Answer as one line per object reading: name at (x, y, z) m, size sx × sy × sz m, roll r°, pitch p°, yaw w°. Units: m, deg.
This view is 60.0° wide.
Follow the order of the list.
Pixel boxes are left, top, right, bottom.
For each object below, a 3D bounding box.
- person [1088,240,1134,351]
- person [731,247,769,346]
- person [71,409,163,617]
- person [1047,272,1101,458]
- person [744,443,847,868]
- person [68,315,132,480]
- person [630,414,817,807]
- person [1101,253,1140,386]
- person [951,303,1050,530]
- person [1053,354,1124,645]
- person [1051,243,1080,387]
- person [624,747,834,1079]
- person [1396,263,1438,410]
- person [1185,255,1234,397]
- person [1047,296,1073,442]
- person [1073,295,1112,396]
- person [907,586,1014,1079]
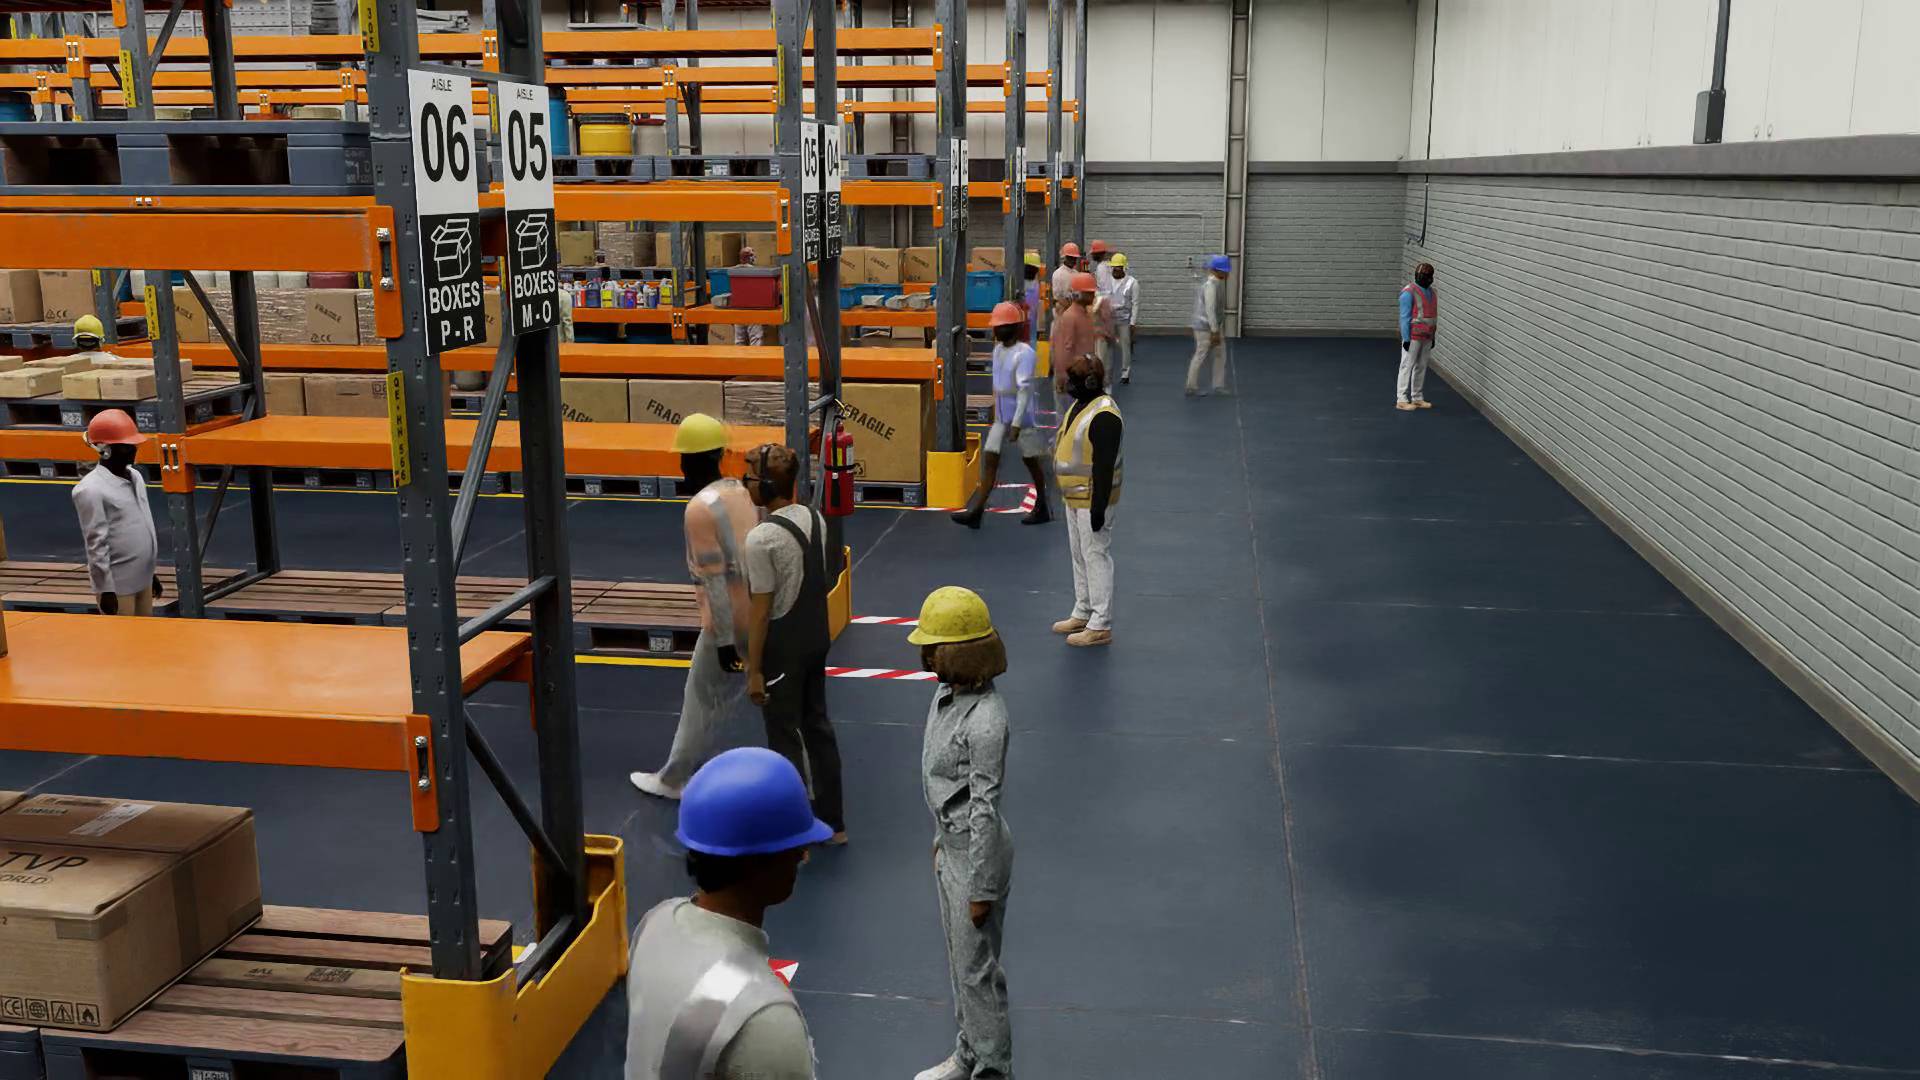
person at (2.309, -3.740, 26.048) m, size 0.743 × 1.909 × 0.552 m, roll 3°, pitch 13°, yaw 12°
person at (-2.974, -3.168, 23.478) m, size 0.651 × 1.906 × 0.409 m, roll 6°, pitch 14°, yaw 23°
person at (-4.342, 0.187, 8.679) m, size 0.325 × 1.752 × 0.559 m, roll 0°, pitch 12°, yaw -2°
person at (1.196, -1.664, 16.532) m, size 0.425 × 1.979 × 0.614 m, roll 4°, pitch 13°, yaw 17°
person at (-0.742, 0.493, 7.140) m, size 0.364 × 1.834 × 0.522 m, roll 7°, pitch 14°, yaw 29°
person at (-6.893, -0.881, 13.322) m, size 0.600 × 1.831 × 0.404 m, roll -6°, pitch 14°, yaw -26°
person at (-1.057, 0.344, 7.757) m, size 0.985 × 1.856 × 0.595 m, roll 5°, pitch 13°, yaw 21°
person at (2.198, -3.075, 23.228) m, size 0.590 × 1.833 × 0.404 m, roll 7°, pitch 15°, yaw 31°
person at (0.387, -1.014, 13.793) m, size 0.994 × 1.880 × 0.571 m, roll -10°, pitch 16°, yaw -38°
person at (0.803, -0.258, 10.520) m, size 0.429 × 1.836 × 0.633 m, roll -3°, pitch 13°, yaw -12°
person at (1.481, -3.092, 22.941) m, size 0.392 × 1.990 × 0.614 m, roll 8°, pitch 15°, yaw 32°
person at (-0.380, 1.323, 3.232) m, size 1.011 × 1.889 × 0.629 m, roll -5°, pitch 14°, yaw -22°
person at (5.751, -2.542, 20.839) m, size 0.624 × 1.835 × 0.431 m, roll -10°, pitch 16°, yaw -38°
person at (3.303, -2.786, 21.795) m, size 0.761 × 1.885 × 0.637 m, roll 6°, pitch 14°, yaw 24°
person at (1.158, -1.847, 18.147) m, size 0.319 × 1.629 × 0.527 m, roll -8°, pitch 15°, yaw -32°
person at (1.704, -2.596, 21.545) m, size 0.560 × 1.615 × 0.445 m, roll 8°, pitch 15°, yaw 33°
person at (-0.001, 0.984, 5.136) m, size 0.319 × 1.737 × 0.486 m, roll -3°, pitch 13°, yaw -12°
